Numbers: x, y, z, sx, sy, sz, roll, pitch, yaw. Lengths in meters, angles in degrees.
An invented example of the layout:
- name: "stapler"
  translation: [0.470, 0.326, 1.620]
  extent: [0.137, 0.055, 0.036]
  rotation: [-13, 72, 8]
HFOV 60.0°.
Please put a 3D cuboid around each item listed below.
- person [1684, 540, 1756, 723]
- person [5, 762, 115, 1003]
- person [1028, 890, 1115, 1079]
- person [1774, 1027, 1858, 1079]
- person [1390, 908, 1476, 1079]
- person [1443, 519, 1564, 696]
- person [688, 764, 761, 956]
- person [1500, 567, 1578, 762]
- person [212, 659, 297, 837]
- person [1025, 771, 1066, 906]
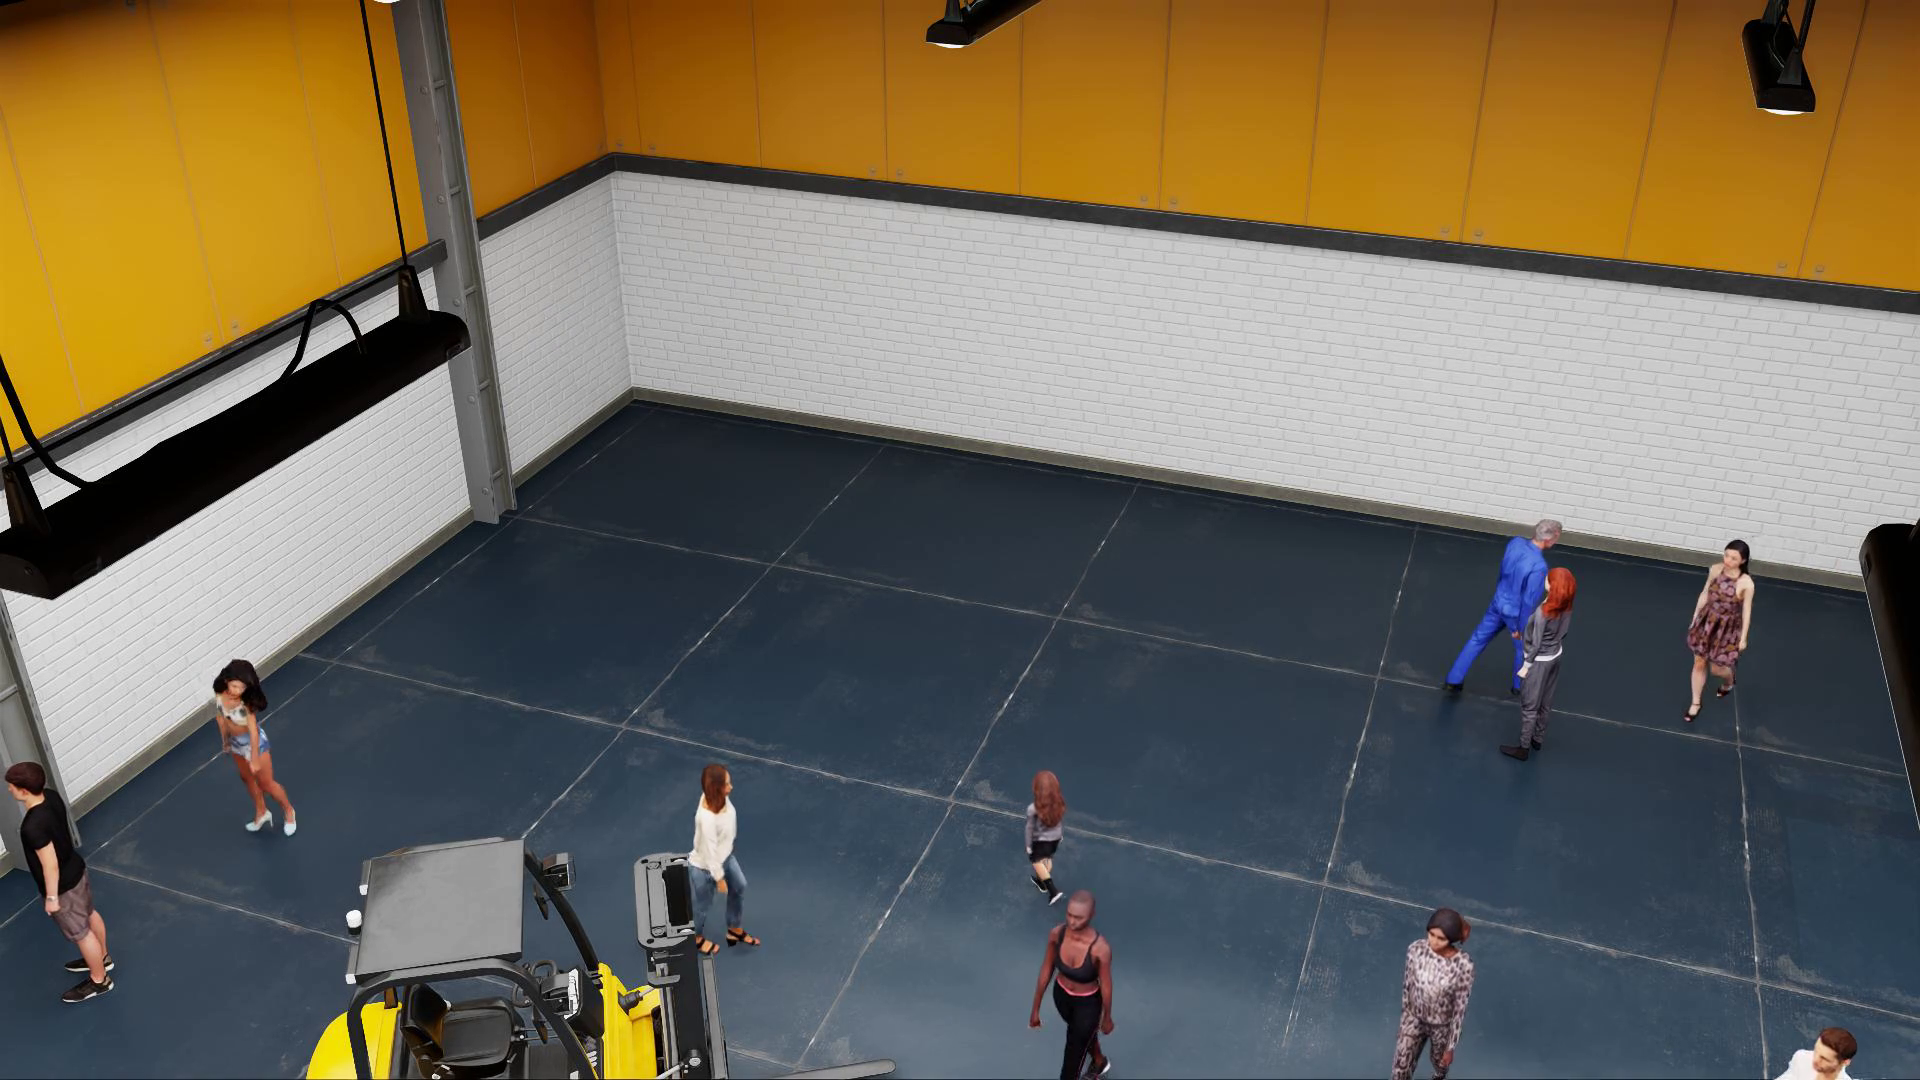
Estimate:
- name: "person"
  translation: [6.425, 0.750, 13.983]
  extent: [0.959, 1.756, 0.877]
  rotation: [-16, 32, -27]
- name: "person"
  translation: [-6.000, 2.252, 11.120]
  extent: [0.828, 1.861, 0.737]
  rotation: [-8, 30, -15]
- name: "person"
  translation: [0.774, 2.824, 10.232]
  extent: [0.837, 1.707, 1.243]
  rotation: [19, 34, 31]
- name: "person"
  translation: [4.711, 3.350, 9.117]
  extent: [0.872, 1.852, 0.784]
  rotation: [-4, 29, -7]
- name: "person"
  translation: [2.908, 2.912, 10.111]
  extent: [0.743, 1.669, 1.184]
  rotation: [17, 33, 29]
- name: "person"
  translation: [4.624, 0.623, 14.205]
  extent: [1.301, 1.766, 1.289]
  rotation: [-10, 30, -18]
- name: "person"
  translation: [-1.773, 2.200, 11.431]
  extent: [0.780, 1.655, 0.739]
  rotation: [3, 29, 6]
- name: "person"
  translation: [4.728, 0.991, 13.515]
  extent: [0.606, 1.780, 0.715]
  rotation: [-22, 35, -34]
- name: "person"
  translation: [-5.431, 1.573, 12.645]
  extent: [0.636, 1.594, 0.678]
  rotation: [-22, 36, -35]
- name: "person"
  translation: [0.647, 2.169, 12.071]
  extent: [0.696, 1.096, 0.733]
  rotation: [-17, 33, -28]
